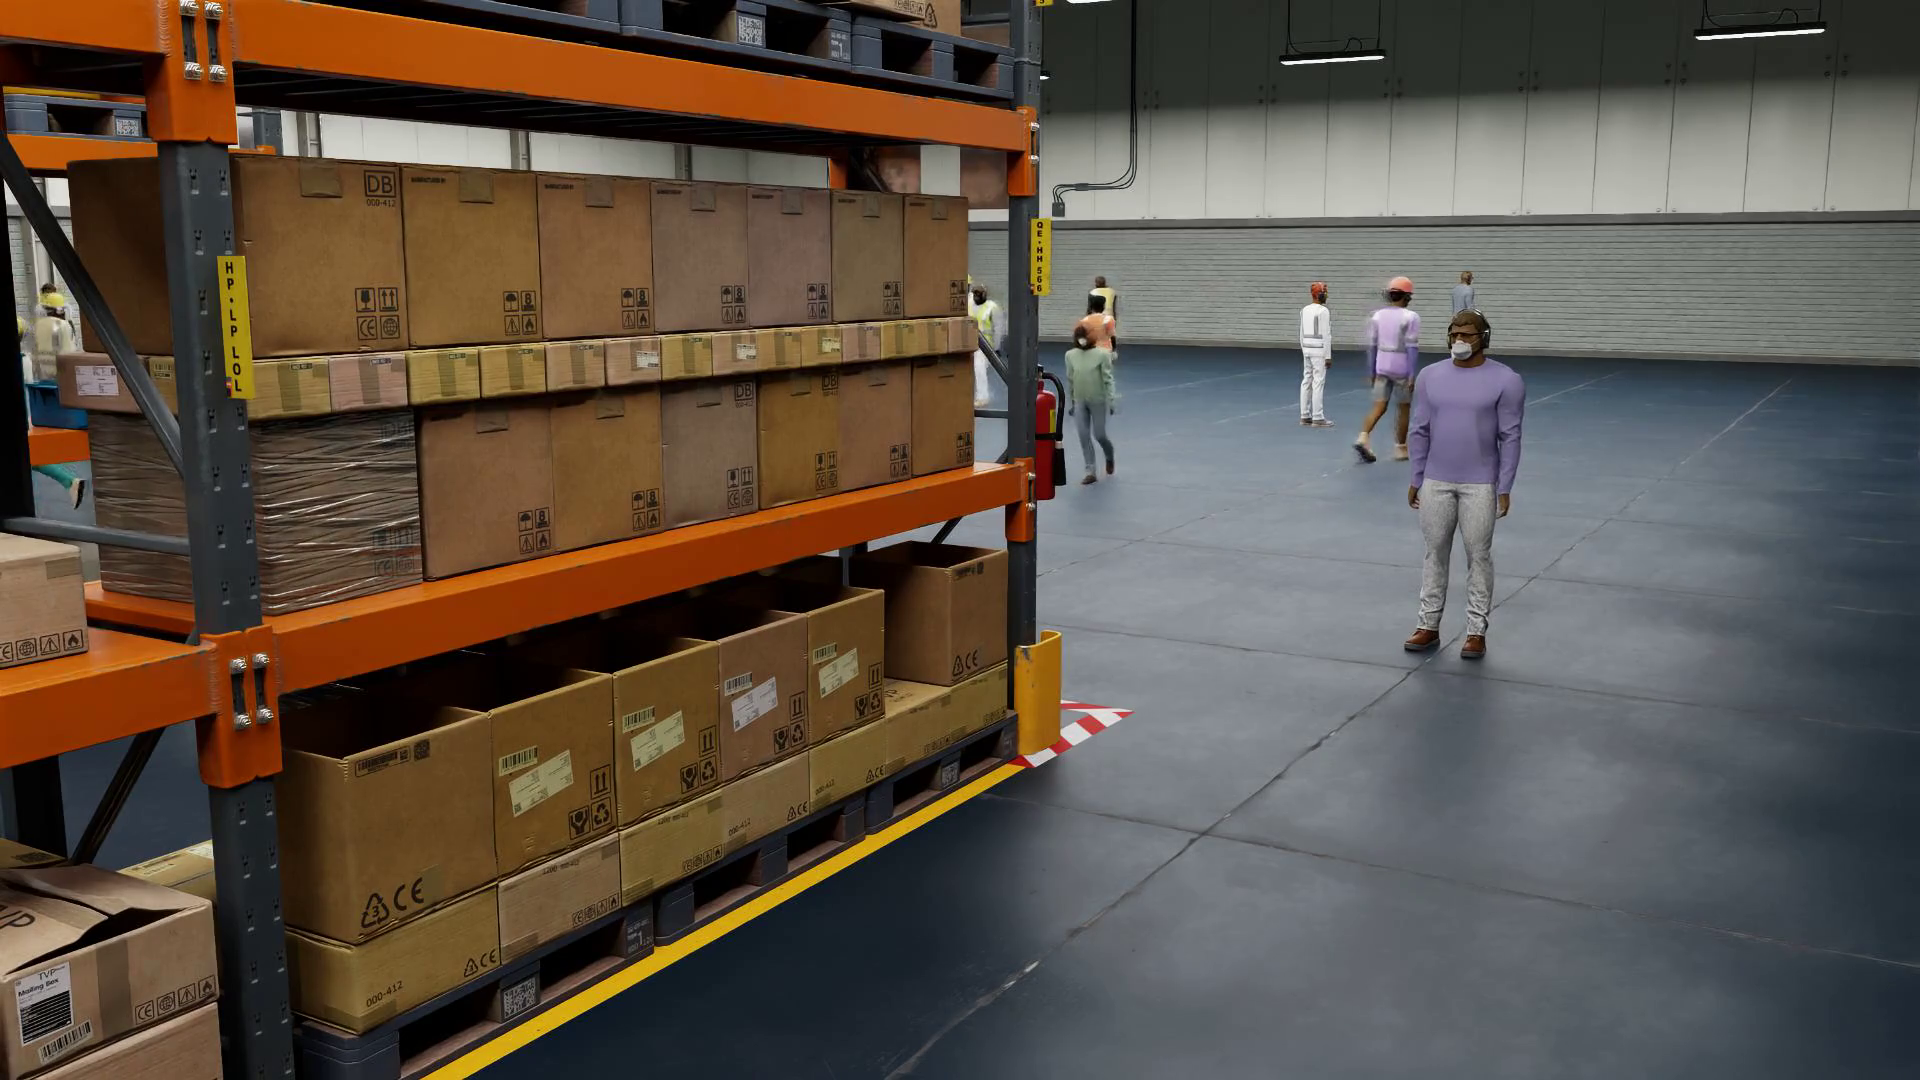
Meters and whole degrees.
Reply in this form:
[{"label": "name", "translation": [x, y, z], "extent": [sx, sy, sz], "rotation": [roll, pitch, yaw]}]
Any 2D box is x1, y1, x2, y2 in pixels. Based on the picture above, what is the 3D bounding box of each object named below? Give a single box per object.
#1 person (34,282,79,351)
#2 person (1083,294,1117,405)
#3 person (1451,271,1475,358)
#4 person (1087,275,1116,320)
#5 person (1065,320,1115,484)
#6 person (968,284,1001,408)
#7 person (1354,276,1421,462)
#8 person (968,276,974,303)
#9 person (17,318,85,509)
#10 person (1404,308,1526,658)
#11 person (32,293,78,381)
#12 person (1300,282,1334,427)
[{"label": "person", "translation": [-13.540, -2.945, 24.956], "extent": [0.562, 1.841, 0.557], "rotation": [-5, 11, -26]}, {"label": "person", "translation": [2.012, -2.772, 24.447], "extent": [0.534, 1.675, 0.771], "rotation": [7, 12, 36]}, {"label": "person", "translation": [9.919, -4.325, 32.759], "extent": [0.370, 1.940, 0.630], "rotation": [-3, 10, -17]}, {"label": "person", "translation": [2.891, -4.520, 34.222], "extent": [0.647, 1.827, 0.448], "rotation": [-4, 10, -22]}, {"label": "person", "translation": [1.308, -1.362, 16.386], "extent": [0.516, 1.607, 0.515], "rotation": [5, 11, 29]}, {"label": "person", "translation": [0.224, -2.852, 24.533], "extent": [0.628, 1.812, 0.781], "rotation": [9, 13, 41]}, {"label": "person", "translation": [4.642, -1.837, 18.001], "extent": [0.837, 2.022, 0.618], "rotation": [-8, 13, -41]}, {"label": "person", "translation": [0.070, -3.838, 29.963], "extent": [0.606, 1.916, 0.421], "rotation": [5, 11, 28]}, {"label": "person", "translation": [-7.851, -1.032, 14.021], "extent": [0.649, 1.747, 0.534], "rotation": [-4, 10, -22]}, {"label": "person", "translation": [2.798, -0.315, 9.287], "extent": [0.630, 1.940, 0.373], "rotation": [6, 12, 34]}, {"label": "person", "translation": [-10.819, -2.061, 19.947], "extent": [0.598, 1.790, 0.936], "rotation": [4, 10, 21]}, {"label": "person", "translation": [4.673, -2.423, 21.790], "extent": [0.355, 1.882, 0.576], "rotation": [-4, 11, -24]}]
